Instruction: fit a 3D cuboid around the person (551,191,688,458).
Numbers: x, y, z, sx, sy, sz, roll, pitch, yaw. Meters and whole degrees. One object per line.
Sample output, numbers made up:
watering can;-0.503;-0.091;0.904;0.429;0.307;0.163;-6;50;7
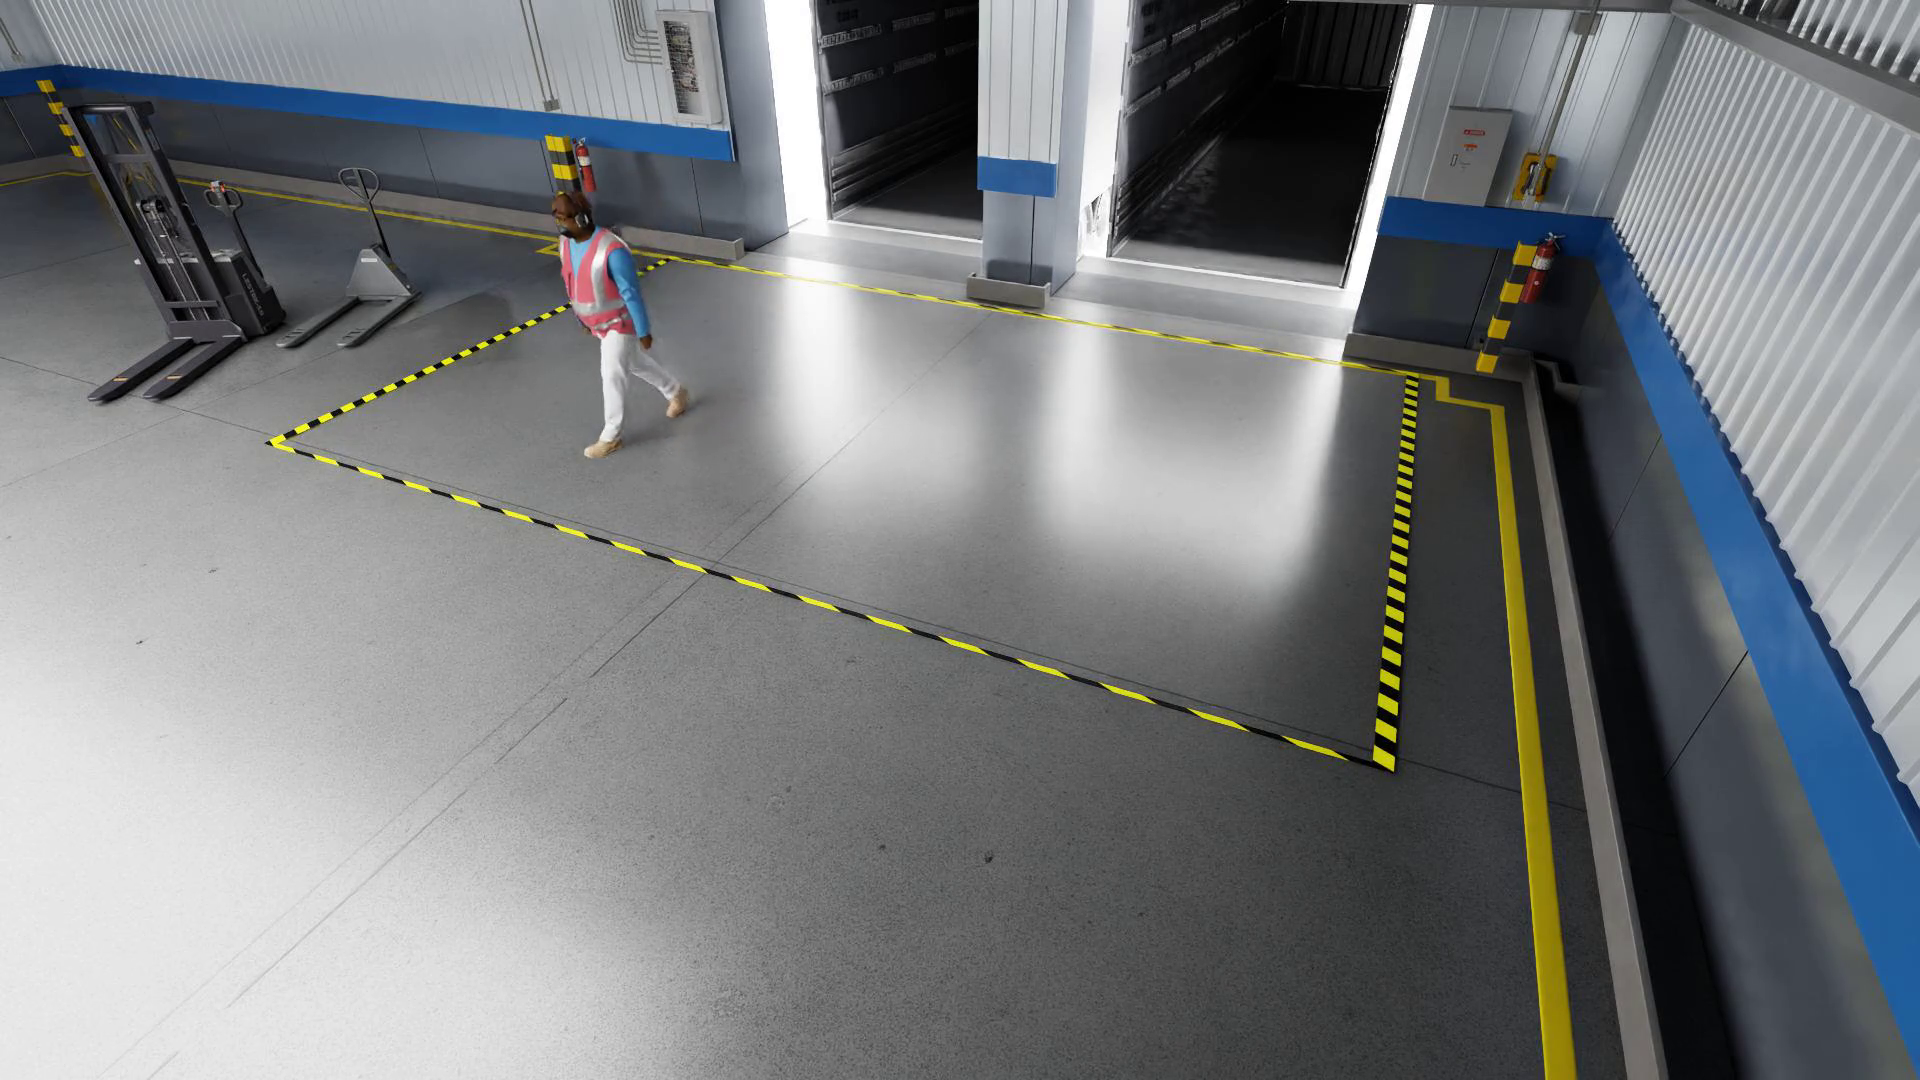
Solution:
person;-2.407;-1.546;6.425;0.629;1.785;1.015;24;41;30

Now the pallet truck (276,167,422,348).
pallet truck;-5.732;-2.611;8.414;0.680;1.201;1.601;-1;35;-1

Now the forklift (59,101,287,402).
forklift;-6.686;-2.387;7.434;0.823;1.965;1.885;-3;35;-5
